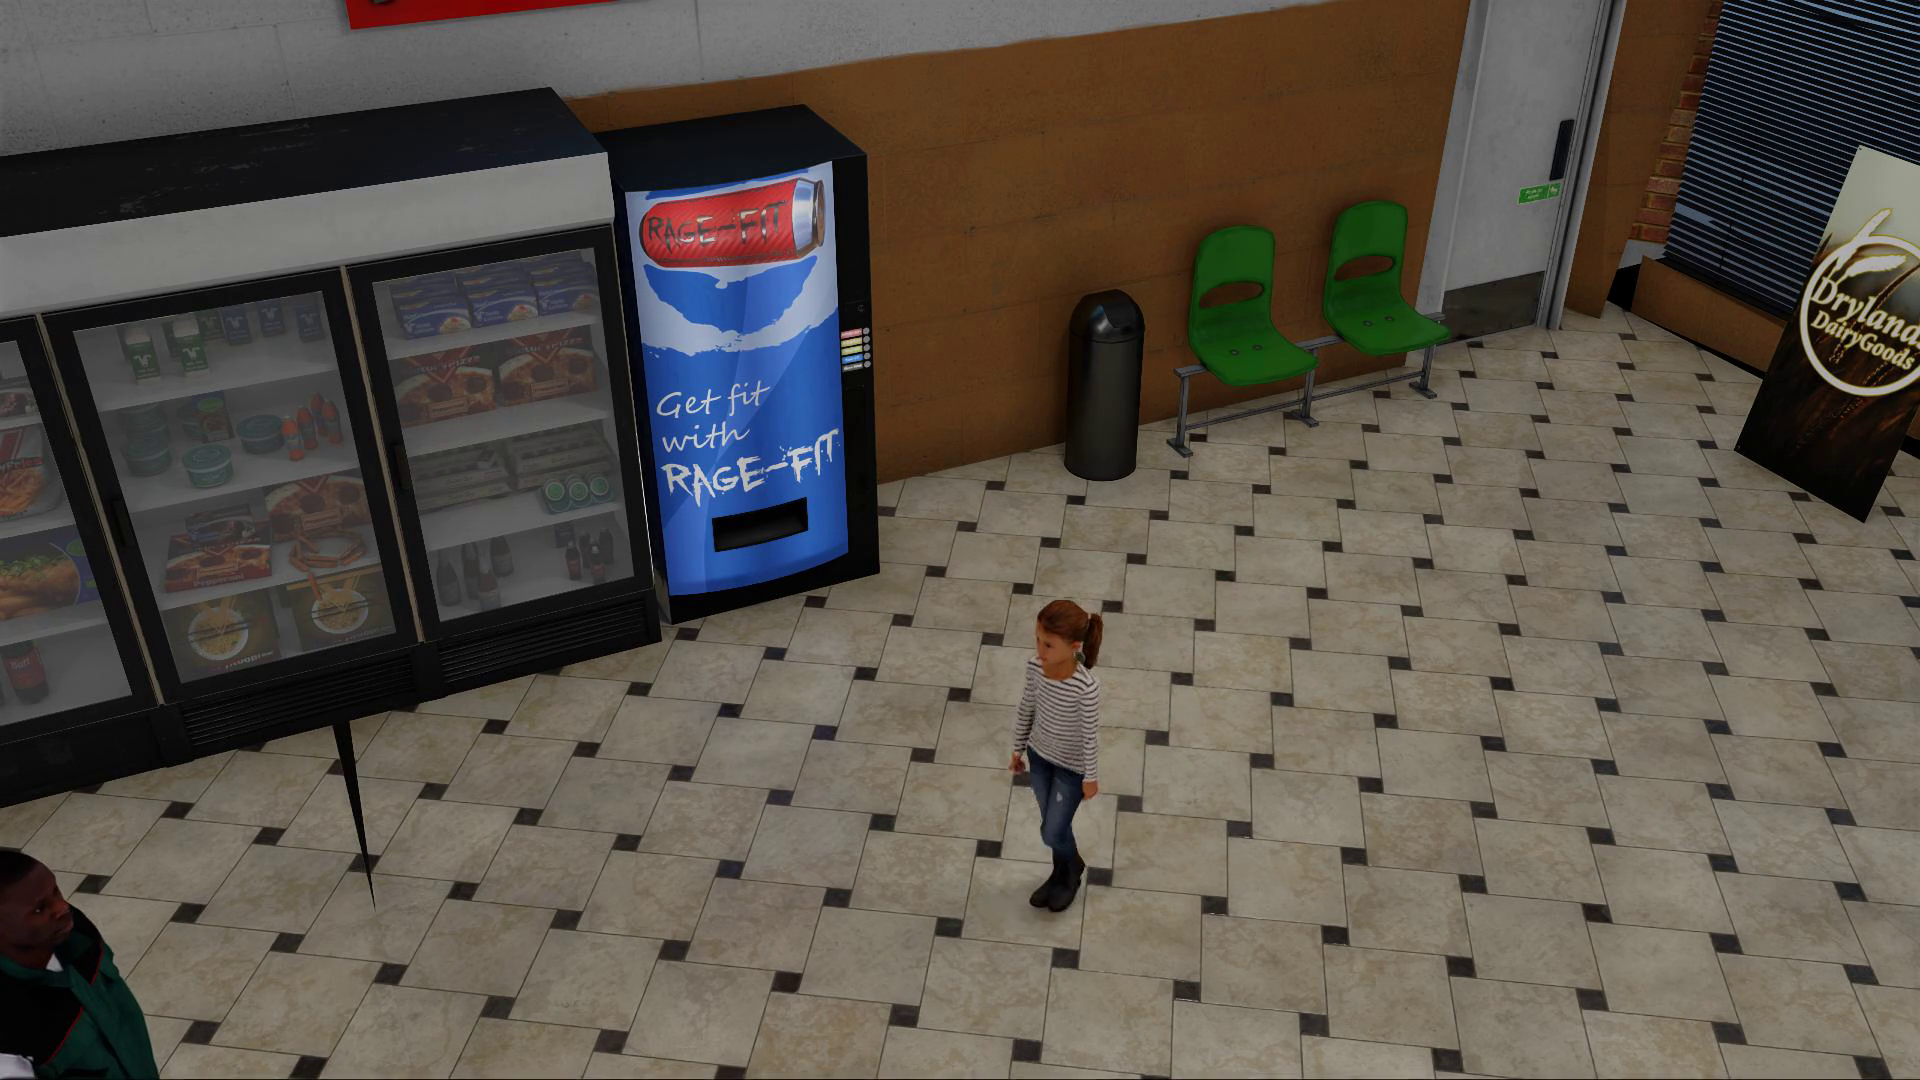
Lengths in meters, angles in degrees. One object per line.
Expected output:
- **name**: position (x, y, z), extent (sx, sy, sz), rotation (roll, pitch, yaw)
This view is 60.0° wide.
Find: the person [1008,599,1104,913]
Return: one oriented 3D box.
- **person**: position (0.401, 0.753, 5.860), extent (0.611, 1.307, 0.523), rotation (-28, 41, -37)
